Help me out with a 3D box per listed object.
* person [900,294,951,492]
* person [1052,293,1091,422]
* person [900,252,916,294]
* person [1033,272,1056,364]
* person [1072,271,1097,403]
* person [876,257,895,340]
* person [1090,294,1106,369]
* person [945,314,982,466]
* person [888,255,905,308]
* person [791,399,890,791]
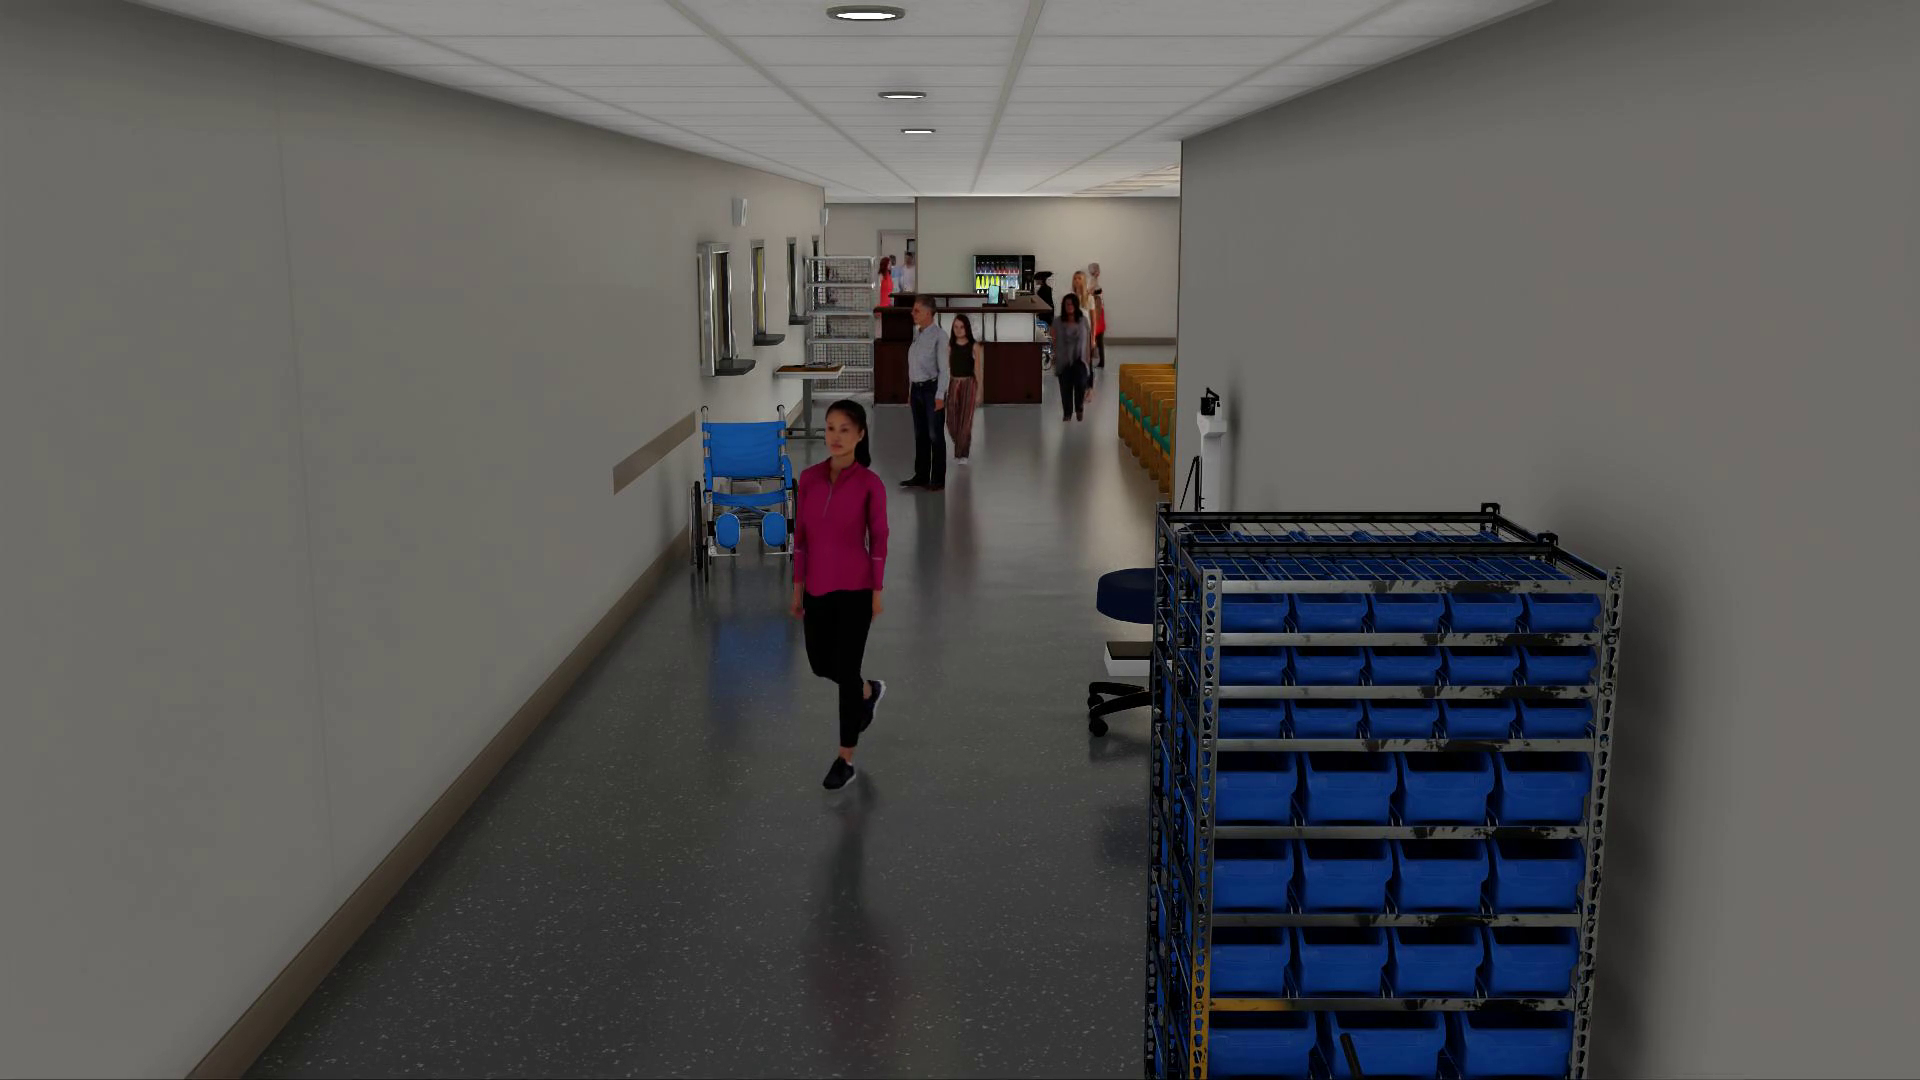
[{"bbox_3d":[-0.296,-1.378,15.444,0.776,1.816,0.735,-9,14,-39],"label":"person"},{"bbox_3d":[1.409,-2.273,20.759,0.629,1.592,0.737,2,11,8],"label":"person"},{"bbox_3d":[-1.055,-5.464,37.018,1.226,1.800,0.987,4,12,22],"label":"person"},{"bbox_3d":[1.555,-3.847,29.011,0.939,1.607,0.785,5,12,26],"label":"person"},{"bbox_3d":[1.668,-2.694,22.482,1.189,1.776,1.014,5,12,23],"label":"person"},{"bbox_3d":[-1.521,-4.467,31.751,0.947,1.805,0.764,3,11,17],"label":"person"},{"bbox_3d":[2.337,-3.510,28.190,0.898,1.251,0.794,-4,12,-22],"label":"person"},{"bbox_3d":[0.037,-1.535,16.995,0.790,1.545,0.692,2,11,12],"label":"person"},{"bbox_3d":[-1.397,-4.937,34.210,0.756,1.811,0.768,-1,11,-3],"label":"person"},{"bbox_3d":[-0.499,0.223,7.369,0.994,1.680,0.893,4,12,22],"label":"person"}]
